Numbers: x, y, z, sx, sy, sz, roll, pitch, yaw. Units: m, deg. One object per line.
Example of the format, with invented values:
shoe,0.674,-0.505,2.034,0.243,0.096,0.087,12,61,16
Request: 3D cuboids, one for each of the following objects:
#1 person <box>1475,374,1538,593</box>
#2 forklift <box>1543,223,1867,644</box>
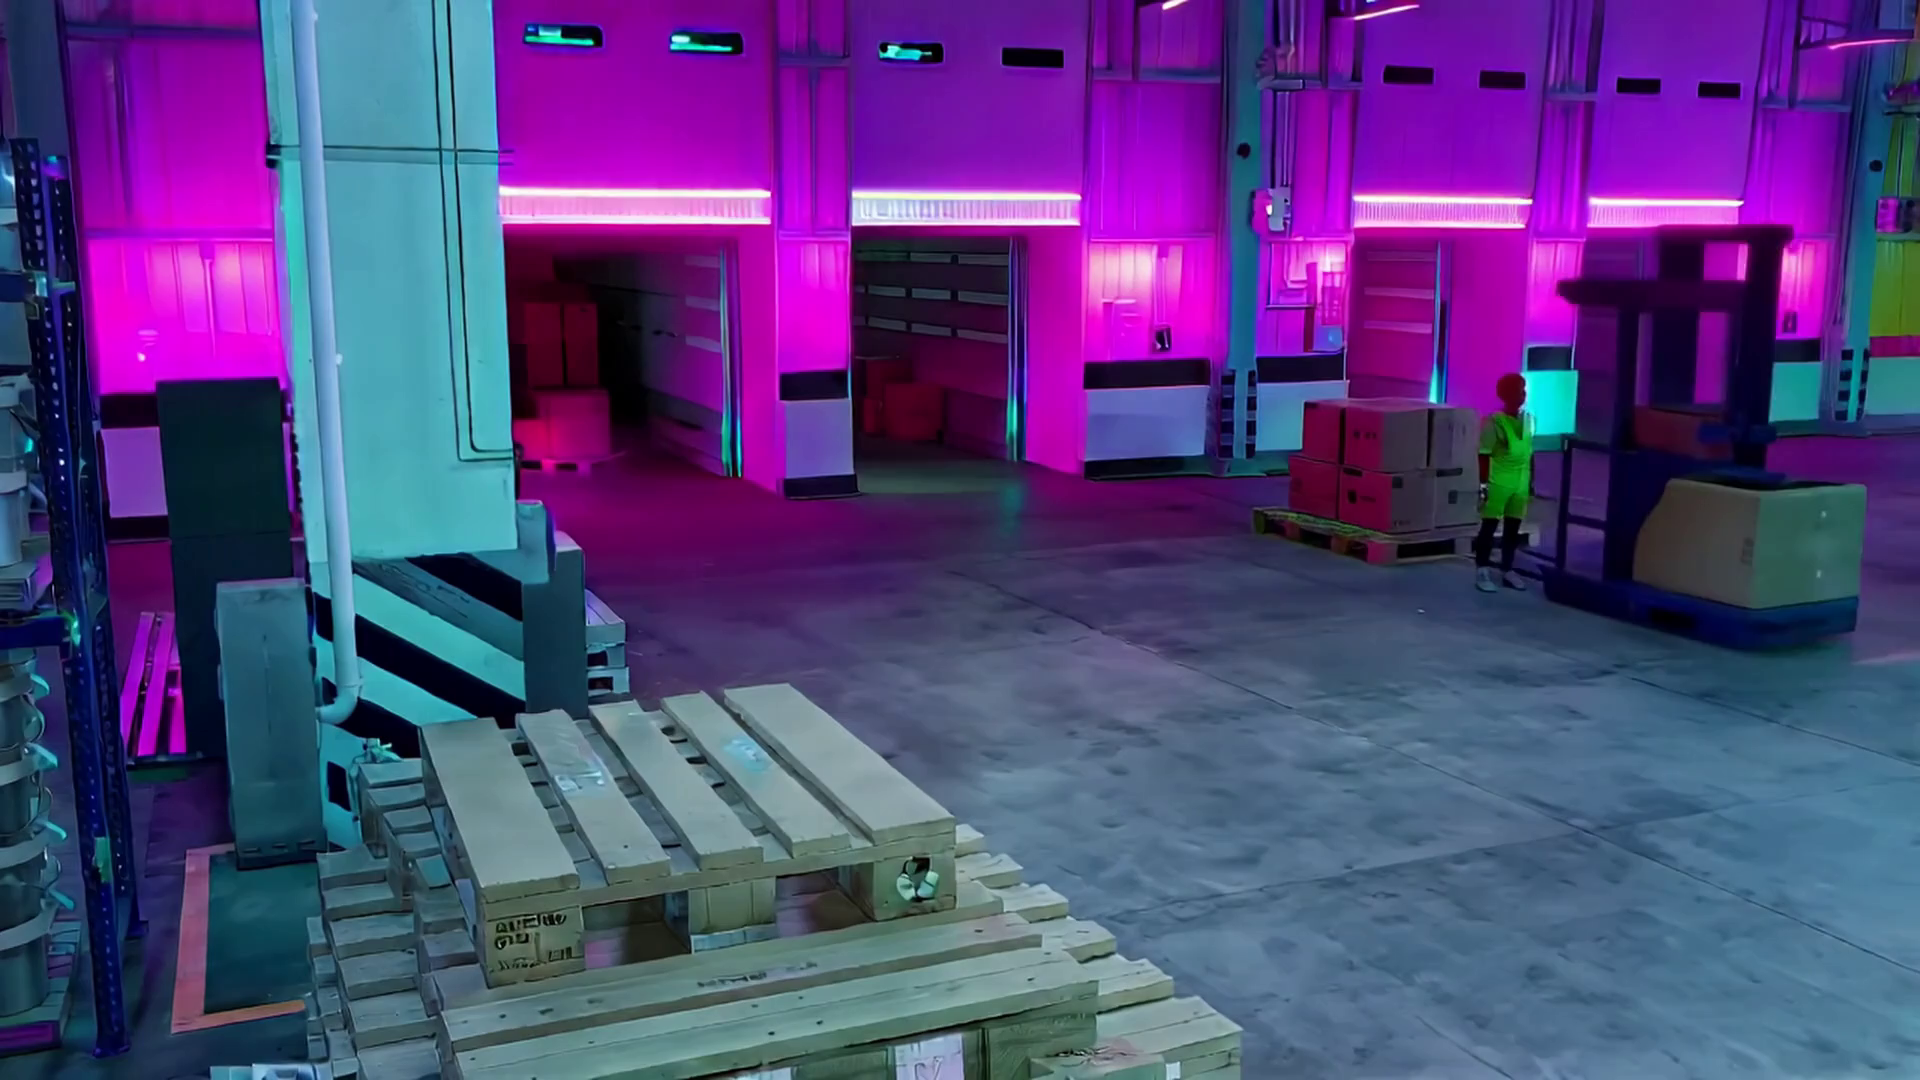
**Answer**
person,4.234,-0.440,12.872,0.541,1.695,0.316,-4,11,-21
forklift,5.296,-0.822,11.716,1.129,2.768,1.873,-4,11,-23
